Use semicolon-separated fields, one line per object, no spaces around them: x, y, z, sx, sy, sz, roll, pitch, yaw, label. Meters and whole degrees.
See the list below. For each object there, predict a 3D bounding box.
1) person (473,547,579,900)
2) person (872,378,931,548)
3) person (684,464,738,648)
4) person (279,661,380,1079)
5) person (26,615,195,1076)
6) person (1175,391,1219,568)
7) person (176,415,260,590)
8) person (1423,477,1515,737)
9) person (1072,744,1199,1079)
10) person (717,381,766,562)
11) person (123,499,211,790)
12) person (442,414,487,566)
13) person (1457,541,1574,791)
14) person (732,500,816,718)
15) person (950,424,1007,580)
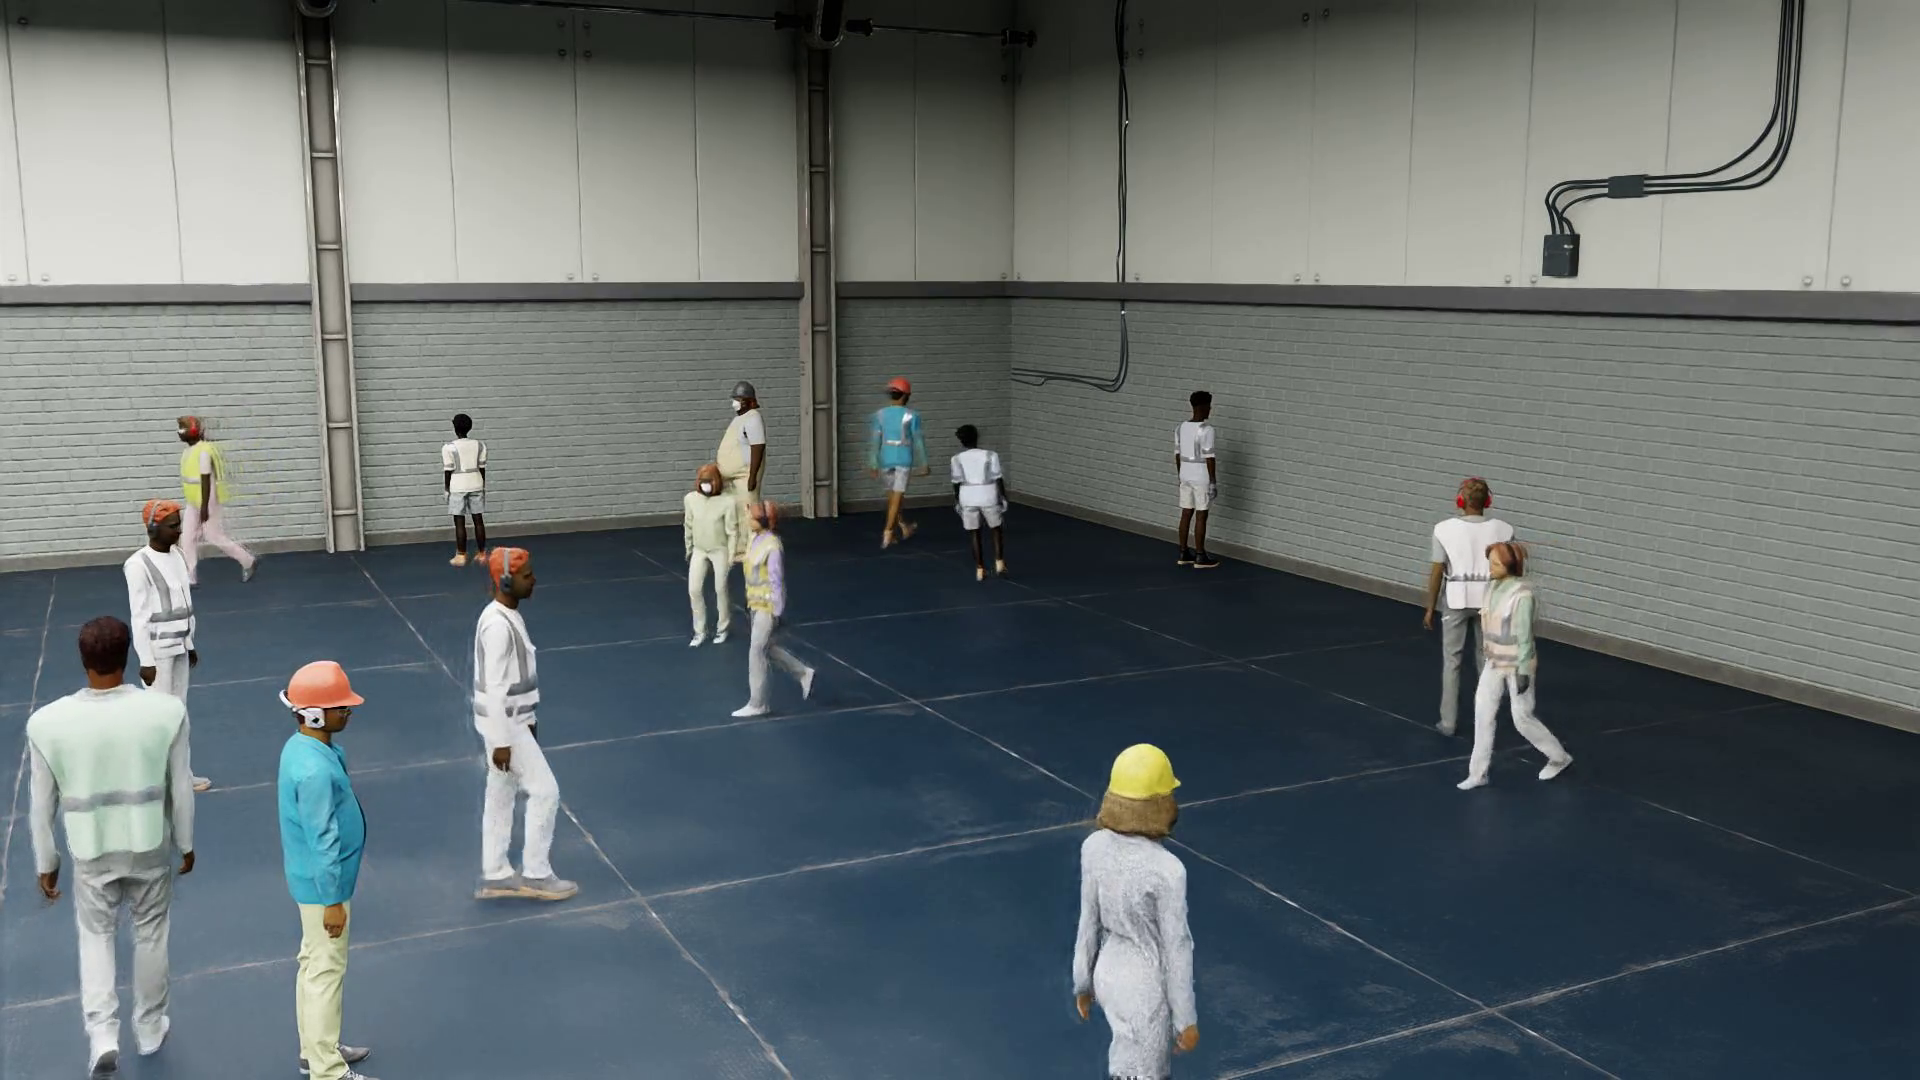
-2.229;0.958;8.649;0.645;1.865;0.606;-2;9;-13;person
-0.679;-0.936;19.926;0.618;1.991;1.000;5;11;30;person
-2.181;0.137;14.478;0.536;1.604;0.623;2;9;12;person
-2.523;1.339;6.656;0.337;1.749;0.574;-5;10;-26;person
-3.444;1.245;6.802;0.596;1.895;0.638;-4;10;-22;person
2.635;-0.678;18.433;0.361;1.964;0.614;-6;11;-32;person
-7.746;-0.392;17.136;0.583;1.818;0.834;9;13;42;person
3.579;0.480;11.679;0.582;1.842;0.377;0;9;1;person
0.545;1.530;5.613;0.843;1.714;0.487;-5;11;-29;person
-2.477;-0.780;18.832;0.539;2.000;0.688;-4;10;-23;person
-4.920;0.682;10.304;0.337;1.882;0.585;0;9;1;person
-5.515;-0.560;18.537;0.317;1.696;0.539;9;13;43;person
3.529;0.787;10.495;0.713;1.609;0.520;-3;10;-19;person
-1.379;0.493;12.273;0.617;1.618;0.529;-4;10;-22;person
0.191;-0.398;17.643;0.606;1.660;0.342;1;9;5;person
